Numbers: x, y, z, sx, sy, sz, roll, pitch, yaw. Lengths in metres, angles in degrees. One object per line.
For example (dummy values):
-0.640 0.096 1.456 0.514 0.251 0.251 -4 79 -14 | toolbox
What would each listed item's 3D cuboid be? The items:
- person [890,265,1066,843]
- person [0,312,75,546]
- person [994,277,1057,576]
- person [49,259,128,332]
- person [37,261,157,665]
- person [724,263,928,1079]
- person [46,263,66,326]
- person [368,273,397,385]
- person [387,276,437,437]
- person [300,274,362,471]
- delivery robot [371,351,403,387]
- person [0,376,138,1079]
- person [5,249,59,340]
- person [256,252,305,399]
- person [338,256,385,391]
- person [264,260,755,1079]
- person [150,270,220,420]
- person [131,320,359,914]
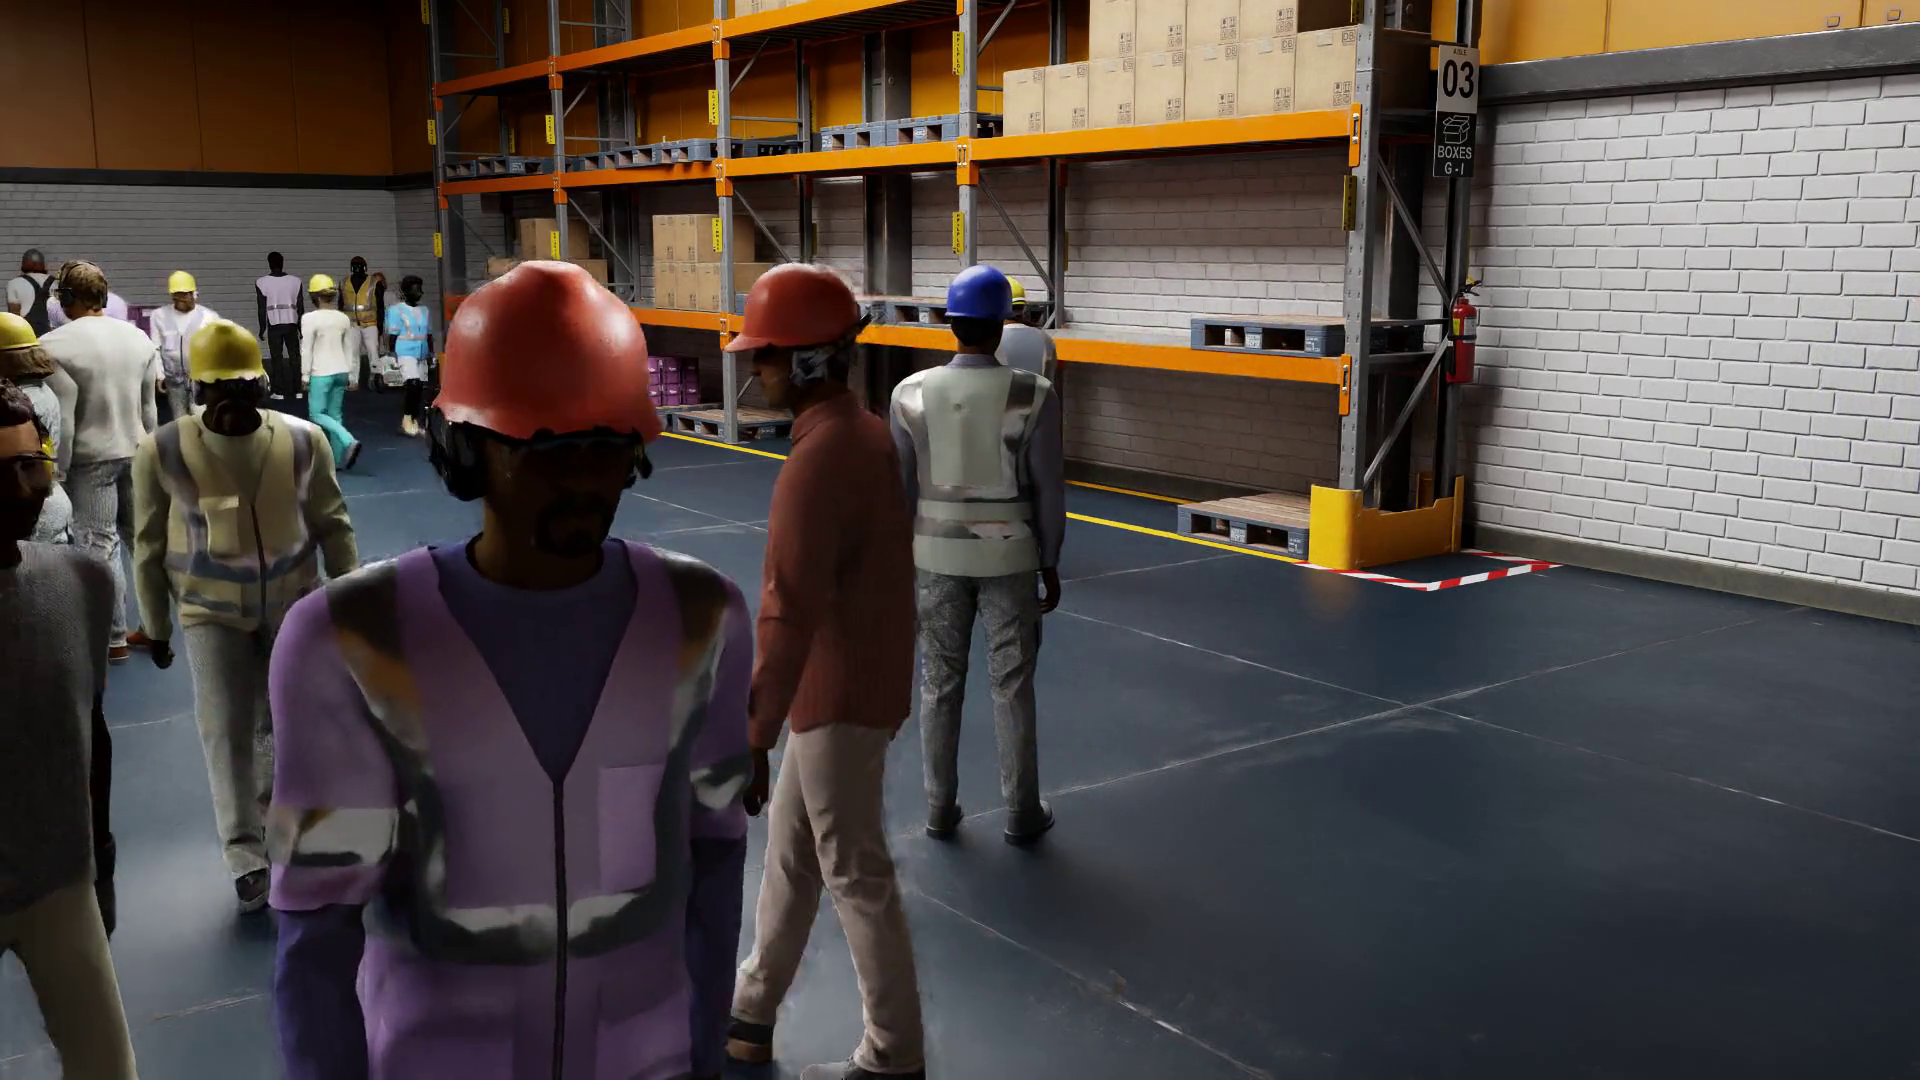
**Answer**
0.060 0.058 5.619 0.604 1.949 0.398 3 11 16 | person
-3.877 -0.074 6.942 0.314 1.741 0.492 -3 11 -16 | person
0.300 -0.667 10.048 0.591 1.823 0.405 -6 12 -31 | person
-7.462 -1.466 14.329 0.664 1.888 0.599 -1 10 -8 | person
-4.131 -0.363 8.011 0.375 1.939 0.628 4 11 21 | person
-0.429 0.365 3.822 0.791 1.968 0.651 1 10 7 | person
-8.087 -1.629 15.311 0.514 1.866 0.329 -7 12 -32 | person
-8.186 -2.957 23.455 0.521 1.590 0.832 -2 10 -10 | person
-5.686 -1.906 17.349 0.416 1.675 0.545 6 12 28 | person
-5.509 -1.455 14.626 0.568 1.753 0.530 5 11 26 | person
-7.765 -2.329 22.633 0.477 0.478 0.707 -7 12 -33 | delivery robot
-1.646 0.621 2.884 1.040 1.804 0.504 7 12 36 | person
-10.419 -2.348 18.840 1.047 2.000 0.722 10 14 44 | person
-8.822 -2.783 21.636 0.590 1.915 0.392 -8 13 -37 | person
-8.226 -2.965 22.852 0.626 1.847 0.429 -1 10 -3 | person
-0.485 0.676 2.027 0.620 1.991 1.005 -5 11 -25 | person
-6.769 -1.472 14.618 0.573 1.790 0.867 -2 10 -13 | person
-2.172 0.222 5.145 0.605 1.782 0.893 -8 13 -37 | person
